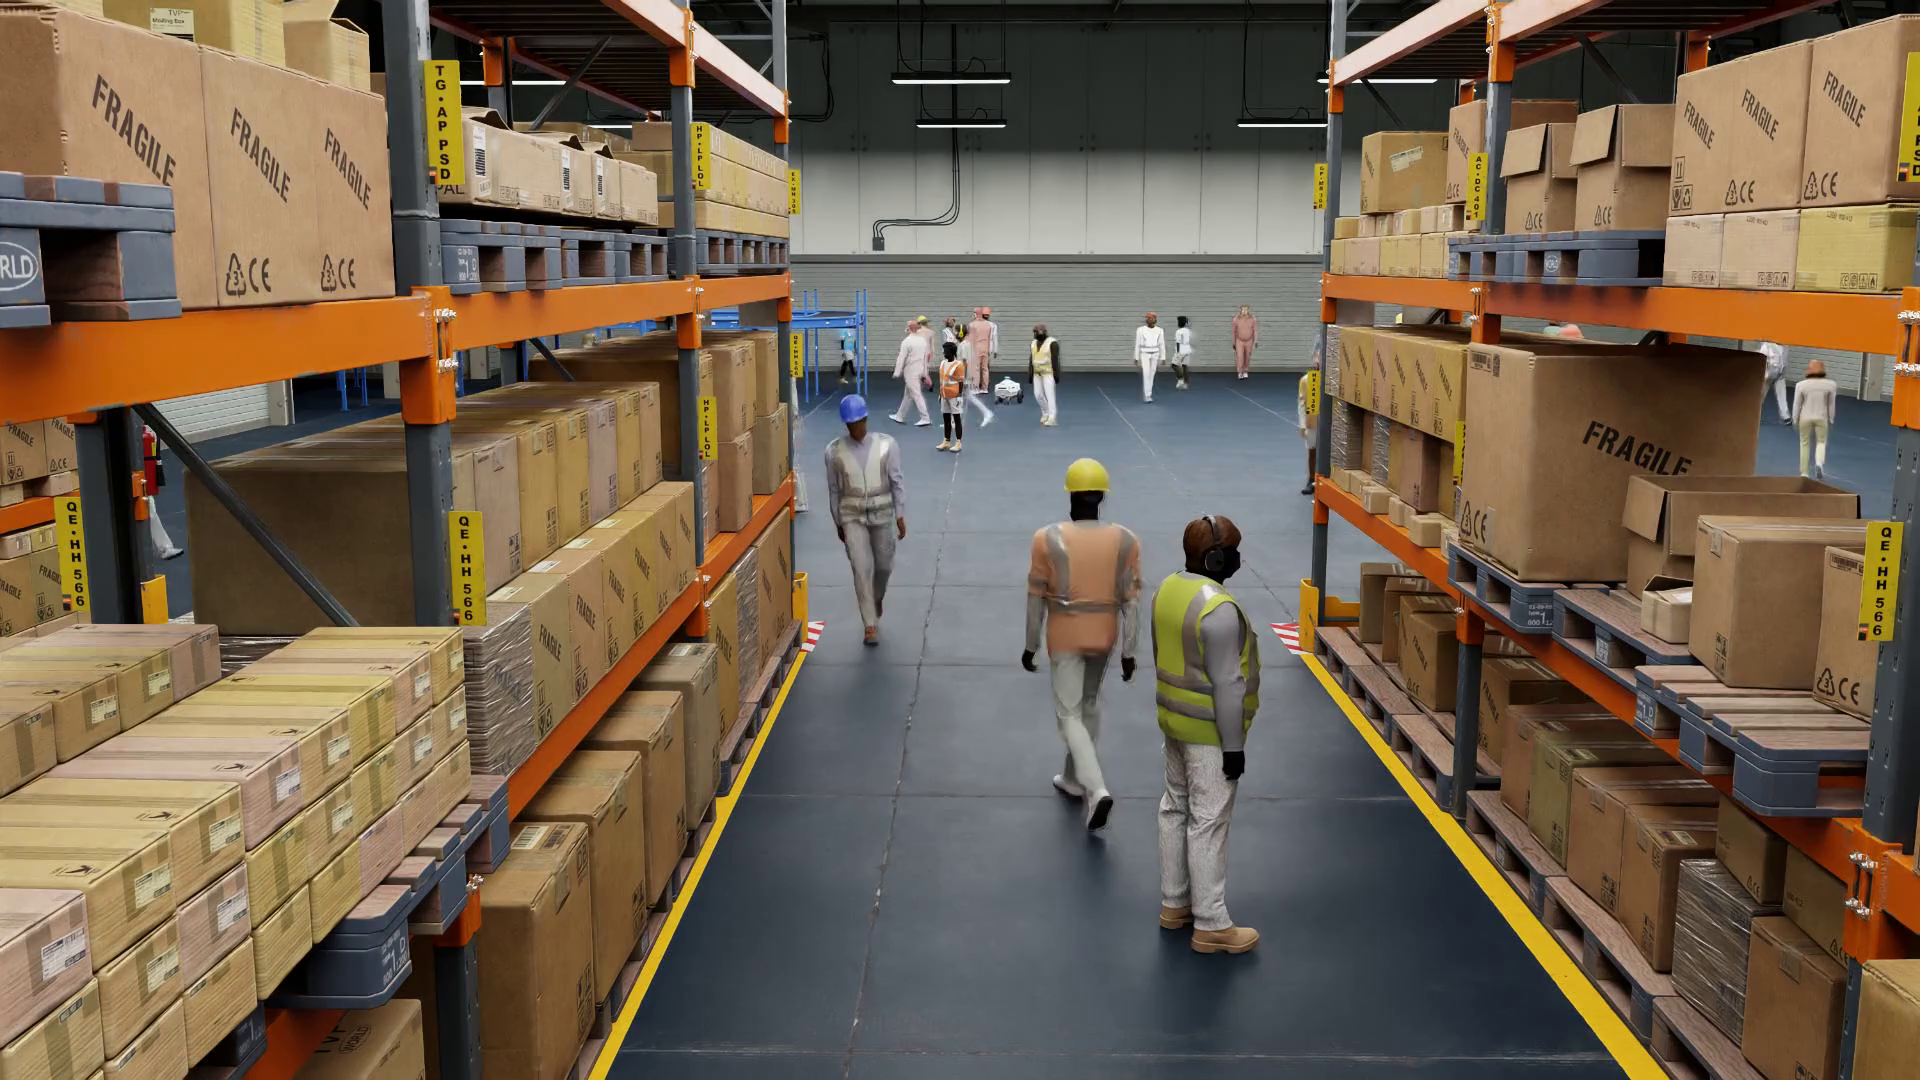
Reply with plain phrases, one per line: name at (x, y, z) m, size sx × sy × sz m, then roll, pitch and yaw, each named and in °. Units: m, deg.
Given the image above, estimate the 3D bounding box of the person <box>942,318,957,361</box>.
person at (-0.241, -4.294, 38.261) m, size 0.310 × 1.642 × 0.514 m, roll 6°, pitch 11°, yaw 30°

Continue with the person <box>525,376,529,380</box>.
person at (-4.311, -0.916, 17.291) m, size 0.567 × 1.886 × 1.018 m, roll 9°, pitch 13°, yaw 42°

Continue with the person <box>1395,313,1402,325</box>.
person at (8.439, -3.374, 31.894) m, size 0.592 × 1.926 × 0.366 m, roll 4°, pitch 10°, yaw 22°

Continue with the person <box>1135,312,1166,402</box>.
person at (3.980, -3.769, 34.461) m, size 0.614 × 1.854 × 0.801 m, roll -2°, pitch 10°, yaw -12°

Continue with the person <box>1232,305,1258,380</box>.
person at (7.136, -4.974, 41.715) m, size 0.637 × 1.859 × 0.969 m, roll 0°, pitch 9°, yaw 3°

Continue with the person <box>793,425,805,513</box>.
person at (-2.159, -1.086, 19.158) m, size 0.819 × 1.600 × 0.540 m, roll -2°, pitch 10°, yaw -10°

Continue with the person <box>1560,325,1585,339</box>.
person at (8.417, -1.953, 23.108) m, size 0.546 × 2.041 × 0.629 m, roll 8°, pitch 12°, yaw 38°

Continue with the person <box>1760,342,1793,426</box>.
person at (14.575, -2.945, 29.761) m, size 0.595 × 1.785 × 0.934 m, roll -2°, pitch 10°, yaw -11°

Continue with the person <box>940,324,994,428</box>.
person at (0.134, -2.889, 29.289) m, size 0.890 × 1.842 × 0.534 m, roll 1°, pitch 10°, yaw 8°

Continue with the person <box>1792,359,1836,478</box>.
person at (11.339, -1.592, 22.099) m, size 0.524 × 1.619 × 0.464 m, roll 4°, pitch 10°, yaw 21°

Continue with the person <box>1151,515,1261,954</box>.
person at (1.056, 0.808, 7.098) m, size 0.430 × 1.845 × 0.619 m, roll -3°, pitch 10°, yaw -18°

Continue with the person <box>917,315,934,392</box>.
person at (-0.789, -4.191, 37.421) m, size 0.526 × 1.724 × 0.854 m, roll -6°, pitch 11°, yaw -30°

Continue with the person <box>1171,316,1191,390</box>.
person at (5.077, -4.285, 38.077) m, size 0.380 × 1.685 × 0.535 m, roll 9°, pitch 13°, yaw 43°

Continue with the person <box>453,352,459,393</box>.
person at (-8.640, -2.636, 27.696) m, size 0.547 × 1.851 × 0.390 m, roll 1°, pitch 10°, yaw 5°

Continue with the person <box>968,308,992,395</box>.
person at (0.397, -4.163, 36.692) m, size 0.638 × 1.906 × 0.408 m, roll -9°, pitch 13°, yaw -42°

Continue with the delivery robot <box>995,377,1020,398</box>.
delivery robot at (0.982, -3.132, 34.380) m, size 0.477 × 0.478 × 0.707 m, roll 3°, pitch 10°, yaw 19°

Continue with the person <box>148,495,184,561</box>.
person at (-7.998, -0.558, 16.038) m, size 0.875 × 1.591 × 0.529 m, roll 3°, pitch 10°, yaw 20°

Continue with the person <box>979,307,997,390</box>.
person at (0.586, -4.380, 38.080) m, size 0.545 × 1.892 × 1.015 m, roll -4°, pitch 10°, yaw -21°

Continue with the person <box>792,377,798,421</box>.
person at (-2.518, -1.799, 22.998) m, size 0.535 × 1.741 × 0.725 m, roll 4°, pitch 10°, yaw 21°

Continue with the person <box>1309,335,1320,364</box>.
person at (7.941, -3.950, 36.297) m, size 0.624 × 1.591 × 0.727 m, roll 0°, pitch 9°, yaw 0°

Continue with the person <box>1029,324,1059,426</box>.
person at (1.540, -2.977, 29.928) m, size 0.665 × 1.804 × 0.539 m, roll 9°, pitch 13°, yaw 44°

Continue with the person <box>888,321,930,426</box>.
person at (-0.903, -2.973, 29.706) m, size 0.985 × 1.854 × 0.655 m, roll 5°, pitch 11°, yaw 29°

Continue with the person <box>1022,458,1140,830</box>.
person at (0.659, 0.518, 8.691) m, size 0.586 × 1.899 × 0.905 m, roll -3°, pitch 10°, yaw -19°

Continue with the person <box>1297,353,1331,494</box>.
person at (4.478, -1.443, 20.596) m, size 0.573 × 1.865 × 0.905 m, roll 3°, pitch 10°, yaw 20°

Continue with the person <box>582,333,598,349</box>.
person at (-5.278, -2.011, 23.856) m, size 0.653 × 1.882 × 1.007 m, roll 2°, pitch 10°, yaw 13°

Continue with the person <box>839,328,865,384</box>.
person at (-2.550, -4.514, 39.491) m, size 0.832 × 1.653 × 0.552 m, roll 4°, pitch 10°, yaw 21°

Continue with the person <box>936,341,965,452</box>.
person at (-0.142, -2.214, 25.650) m, size 0.319 × 1.693 × 0.533 m, roll -9°, pitch 13°, yaw -42°

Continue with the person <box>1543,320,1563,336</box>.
person at (14.225, -4.569, 39.926) m, size 0.270 × 1.632 × 0.504 m, roll -8°, pitch 12°, yaw -39°

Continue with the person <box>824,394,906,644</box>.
person at (-0.736, -0.198, 12.925) m, size 0.623 × 1.911 × 0.810 m, roll -1°, pitch 10°, yaw -6°
